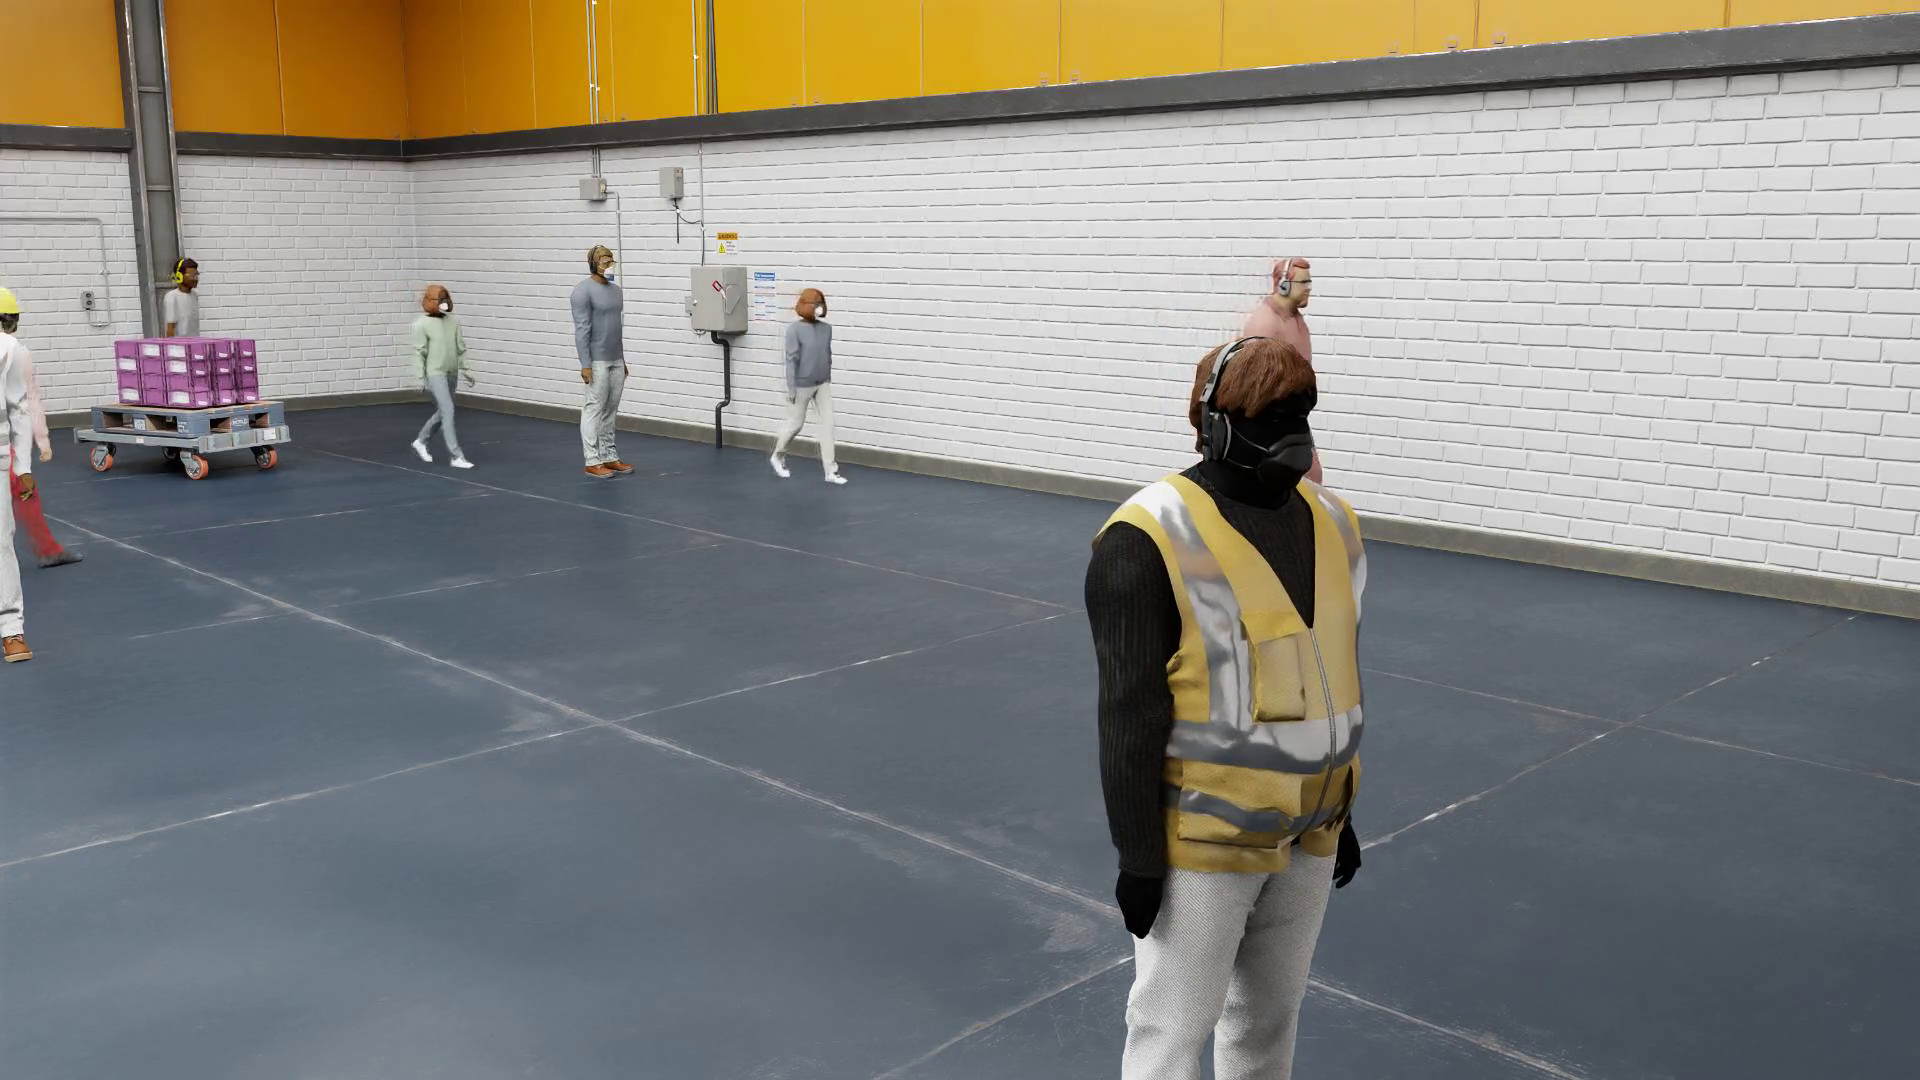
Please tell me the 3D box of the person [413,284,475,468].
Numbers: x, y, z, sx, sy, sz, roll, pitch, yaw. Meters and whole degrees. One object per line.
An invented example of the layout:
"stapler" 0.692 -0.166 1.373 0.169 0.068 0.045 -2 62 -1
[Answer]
"person" -4.595 -1.449 14.646 0.772 1.603 0.510 5 12 27

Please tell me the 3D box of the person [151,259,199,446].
"person" -7.462 -1.777 15.909 1.027 1.820 0.549 2 11 11

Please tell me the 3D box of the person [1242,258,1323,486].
"person" 1.964 -0.718 9.885 0.750 1.881 0.659 8 13 36

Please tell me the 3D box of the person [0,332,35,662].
"person" -4.679 -0.338 7.821 0.575 1.883 0.355 -6 12 -30

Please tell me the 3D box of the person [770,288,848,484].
"person" -1.274 -1.282 13.730 0.792 1.604 0.507 10 14 43

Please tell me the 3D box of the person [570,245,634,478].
"person" -3.001 -1.497 13.984 0.360 1.938 0.635 4 11 20

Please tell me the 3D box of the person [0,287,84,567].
"person" -5.645 -0.625 9.801 0.532 1.724 0.909 5 11 24

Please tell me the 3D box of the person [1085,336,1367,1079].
"person" 0.532 0.543 3.127 0.626 1.844 0.429 -8 13 -36
